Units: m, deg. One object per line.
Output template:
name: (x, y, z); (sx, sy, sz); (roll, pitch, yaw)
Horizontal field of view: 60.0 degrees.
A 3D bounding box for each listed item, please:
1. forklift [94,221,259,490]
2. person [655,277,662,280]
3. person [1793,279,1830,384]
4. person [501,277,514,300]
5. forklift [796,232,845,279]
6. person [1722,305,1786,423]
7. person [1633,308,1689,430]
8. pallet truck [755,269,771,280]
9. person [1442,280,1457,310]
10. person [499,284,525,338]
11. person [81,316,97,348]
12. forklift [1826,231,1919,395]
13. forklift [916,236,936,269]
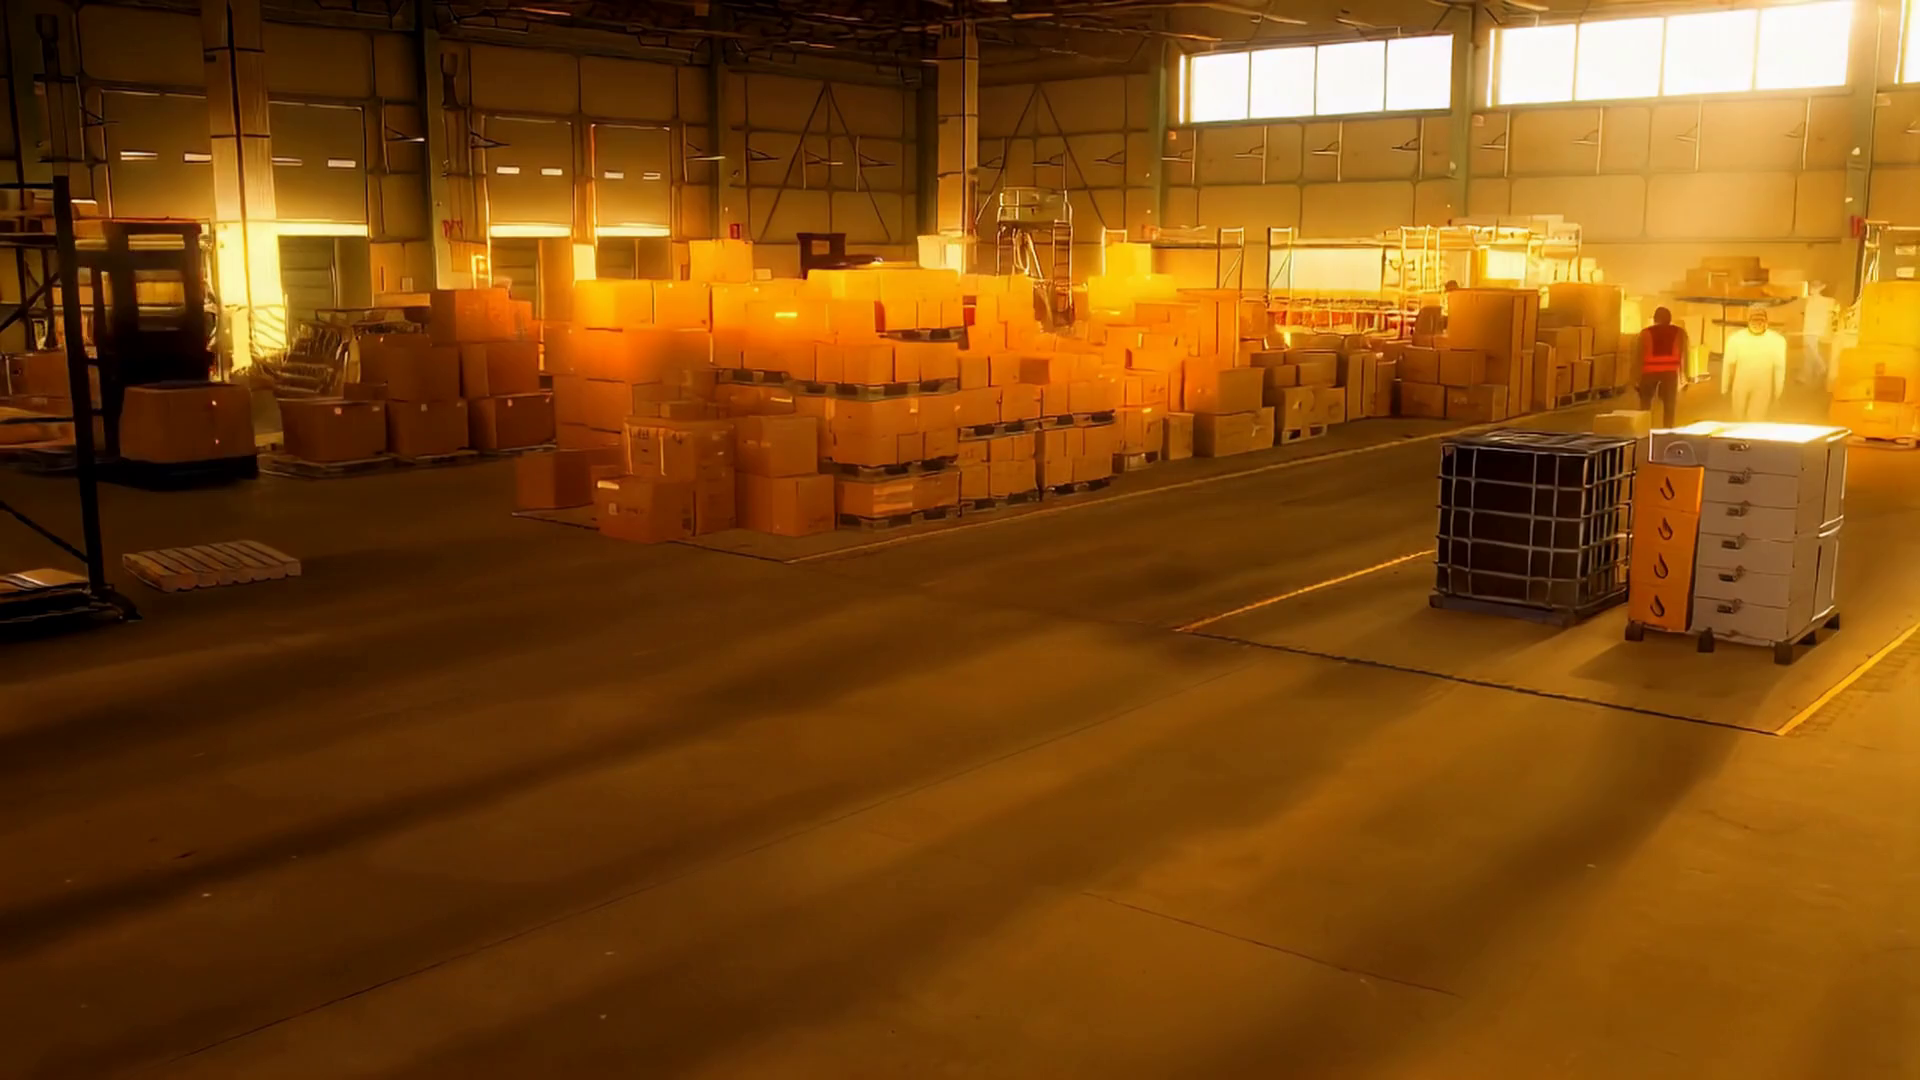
forklift: (-8.608, -2.038, 17.995); (1.873, 2.768, 1.129); (8, 13, 40)
person: (-6.506, -4.724, 36.022); (0.636, 1.928, 0.380); (-4, 11, -23)
person: (15.978, -3.878, 31.031); (0.628, 1.981, 0.650); (-4, 11, -24)
person: (-10.427, -5.110, 38.342); (1.017, 1.871, 0.607); (-8, 13, -38)
forklift: (-2.550, -4.254, 30.610); (1.873, 2.768, 1.129); (8, 13, 40)
person: (9.058, -1.727, 19.010); (0.635, 1.912, 0.867); (6, 12, 31)
person: (8.936, -2.060, 21.260); (0.653, 1.785, 0.949); (3, 10, 16)
pallet truck: (-4.996, -6.432, 45.525); (1.885, 1.965, 0.823); (-6, 12, -32)
person: (10.107, -4.363, 33.994); (0.694, 1.914, 0.545); (-3, 10, -14)
person: (-7.834, -3.459, 28.779); (0.627, 1.936, 0.373); (0, 10, 2)
person: (-19.190, -4.716, 36.702); (0.844, 1.662, 0.527); (-9, 14, -43)
forklift: (15.834, -3.800, 28.029); (1.873, 2.768, 1.129); (-3, 10, -16)
forklift: (-0.744, -5.764, 39.211); (1.873, 2.768, 1.129); (2, 10, 12)
